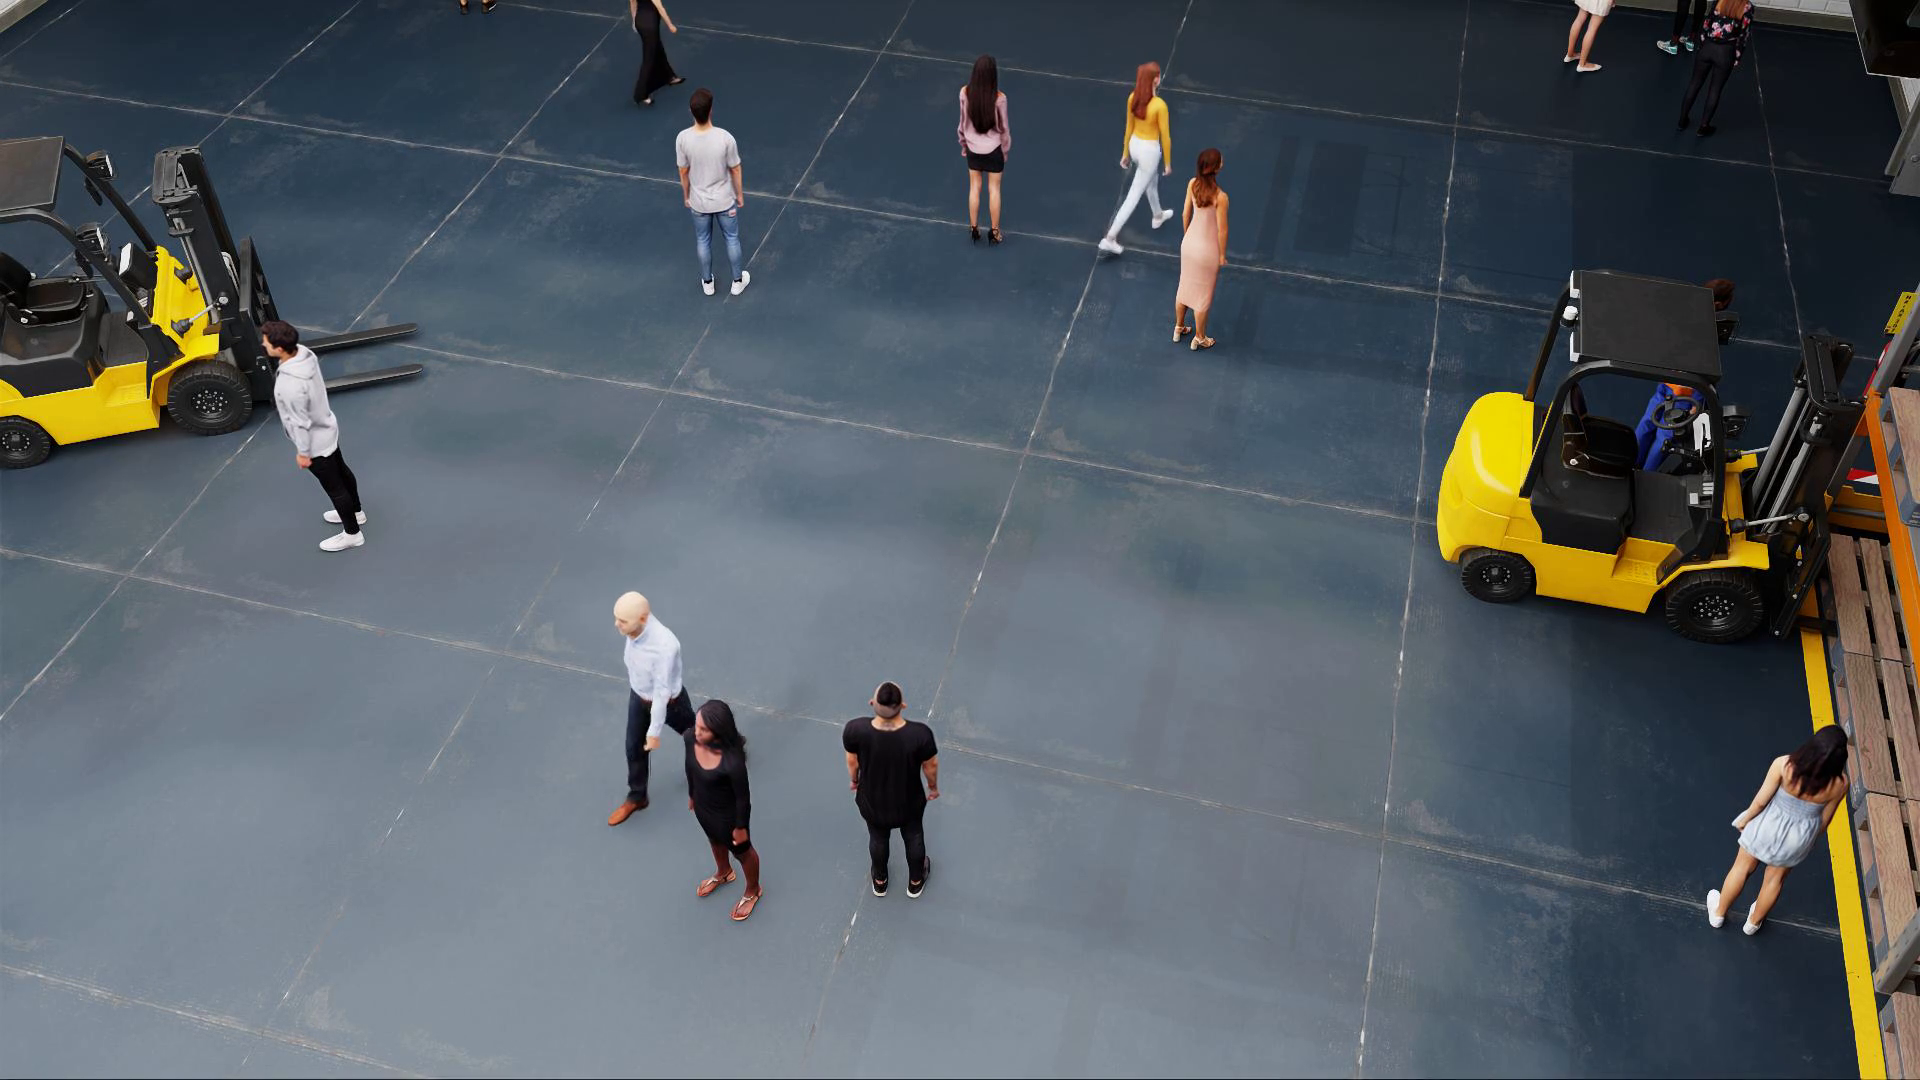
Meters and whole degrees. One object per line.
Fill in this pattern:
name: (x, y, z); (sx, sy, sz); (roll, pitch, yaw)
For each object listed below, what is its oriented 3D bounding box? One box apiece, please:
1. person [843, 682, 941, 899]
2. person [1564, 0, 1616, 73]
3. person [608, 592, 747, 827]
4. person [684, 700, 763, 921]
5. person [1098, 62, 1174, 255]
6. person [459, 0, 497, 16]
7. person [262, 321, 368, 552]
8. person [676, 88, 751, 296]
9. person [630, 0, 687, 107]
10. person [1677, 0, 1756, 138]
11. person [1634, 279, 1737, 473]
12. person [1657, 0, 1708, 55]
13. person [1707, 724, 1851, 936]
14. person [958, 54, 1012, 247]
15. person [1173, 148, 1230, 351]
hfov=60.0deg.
person: (-0.383, 1.402, 9.465); (0.727, 1.864, 0.653); (2, 44, 2)
person: (6.525, -5.640, 16.966); (0.708, 1.712, 0.624); (-14, 45, -14)
person: (-1.721, 0.938, 10.031); (1.036, 1.755, 1.312); (33, 53, 30)
person: (-1.352, 1.519, 9.447); (0.681, 1.720, 0.653); (29, 51, 27)
person: (1.546, -3.284, 14.505); (1.303, 1.697, 1.030); (-34, 53, -30)
person: (-5.367, -6.504, 17.877); (0.681, 1.708, 0.641); (-2, 44, -3)
person: (-4.515, -0.754, 11.679); (0.831, 1.931, 0.703); (-7, 44, -8)
person: (-2.086, -2.908, 13.972); (0.733, 1.888, 0.657); (-1, 44, -1)
person: (-3.119, -5.025, 16.426); (1.016, 1.568, 0.893); (-31, 52, -28)
person: (7.300, -4.709, 16.010); (0.654, 1.683, 0.660); (34, 53, 30)
person: (5.255, -1.129, 12.122); (0.846, 1.863, 0.697); (-6, 44, -6)
person: (7.667, -5.919, 17.189); (0.700, 1.810, 0.703); (-12, 45, -12)
person: (4.604, 1.624, 9.328); (0.604, 1.730, 0.549); (15, 46, 15)
person: (0.215, -3.388, 14.531); (0.632, 1.811, 0.549); (15, 46, 15)
person: (1.943, -2.342, 13.418); (0.671, 1.832, 0.655); (-33, 52, -29)
